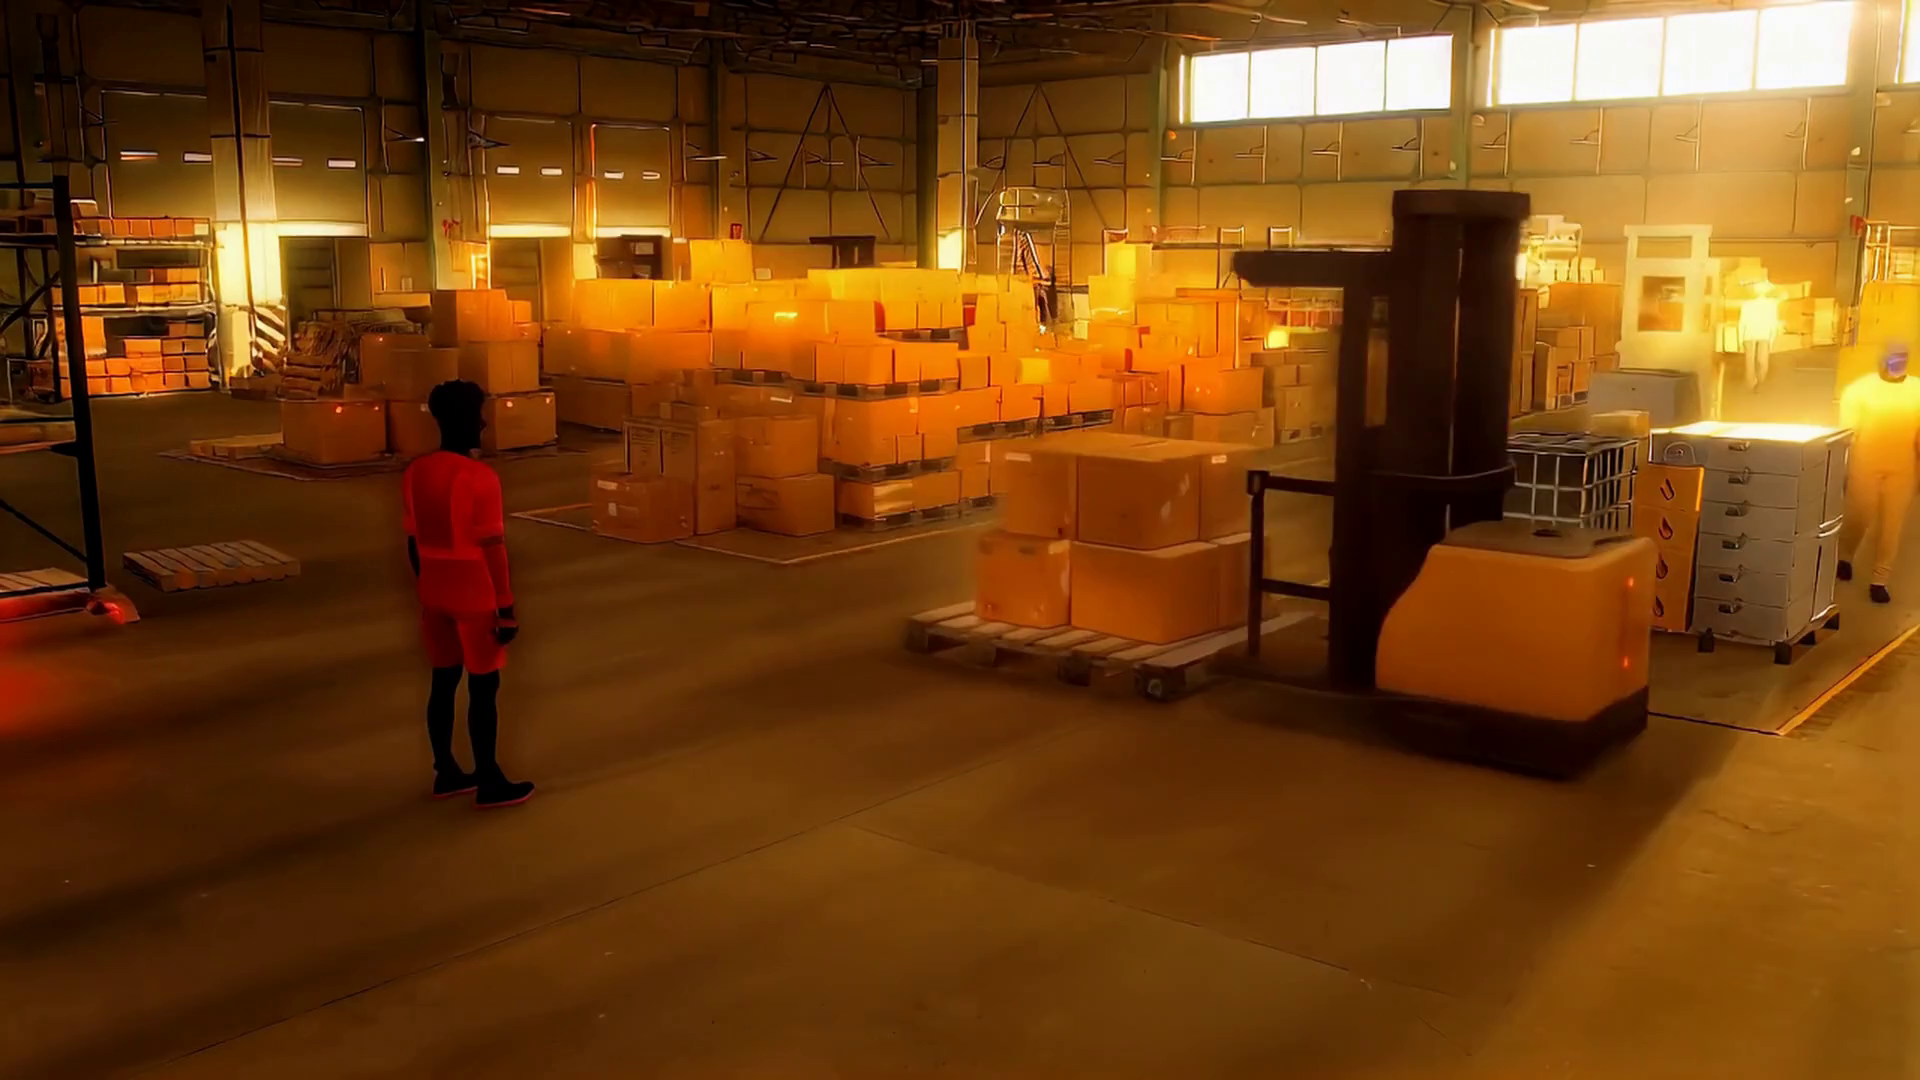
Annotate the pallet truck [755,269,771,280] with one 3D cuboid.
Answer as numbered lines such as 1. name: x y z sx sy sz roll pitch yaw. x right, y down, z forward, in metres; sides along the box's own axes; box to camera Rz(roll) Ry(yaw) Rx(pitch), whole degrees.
1. pallet truck: -4.996 -6.432 45.525 1.885 1.965 0.823 -6 12 -32

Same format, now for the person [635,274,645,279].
1. person: -7.539 -5.304 39.292 0.356 1.930 0.587 8 13 38

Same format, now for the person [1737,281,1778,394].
1. person: 13.910 -3.526 29.051 0.623 1.971 0.686 5 11 27

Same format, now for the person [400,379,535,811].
1. person: -2.249 0.253 7.561 0.606 1.962 0.367 6 12 31

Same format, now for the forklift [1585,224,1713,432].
1. forklift: 8.386 -2.380 19.945 1.129 2.768 1.873 8 13 40

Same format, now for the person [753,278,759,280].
1. person: -4.113 -4.297 33.538 0.369 1.940 0.631 -1 10 -5

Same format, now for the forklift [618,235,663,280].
1. forklift: -6.839 -5.178 35.876 1.129 2.768 1.873 4 11 23

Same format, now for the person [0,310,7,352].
1. person: -18.872 -3.958 32.403 0.535 1.659 0.867 -3 10 -18

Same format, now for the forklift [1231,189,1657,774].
1. forklift: 2.546 -0.391 8.616 1.873 2.768 1.129 8 13 40

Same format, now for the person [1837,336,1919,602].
1. person: 6.698 -0.527 12.107 0.631 1.927 0.535 2 10 13

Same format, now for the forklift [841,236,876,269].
1. forklift: -2.351 -5.674 38.698 1.873 2.768 1.129 -9 13 -42

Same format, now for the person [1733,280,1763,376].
1. person: 15.698 -4.189 32.975 0.497 1.918 0.568 1 10 8

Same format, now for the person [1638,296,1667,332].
1. person: 10.368 -2.775 25.195 0.638 1.822 0.483 6 12 32
